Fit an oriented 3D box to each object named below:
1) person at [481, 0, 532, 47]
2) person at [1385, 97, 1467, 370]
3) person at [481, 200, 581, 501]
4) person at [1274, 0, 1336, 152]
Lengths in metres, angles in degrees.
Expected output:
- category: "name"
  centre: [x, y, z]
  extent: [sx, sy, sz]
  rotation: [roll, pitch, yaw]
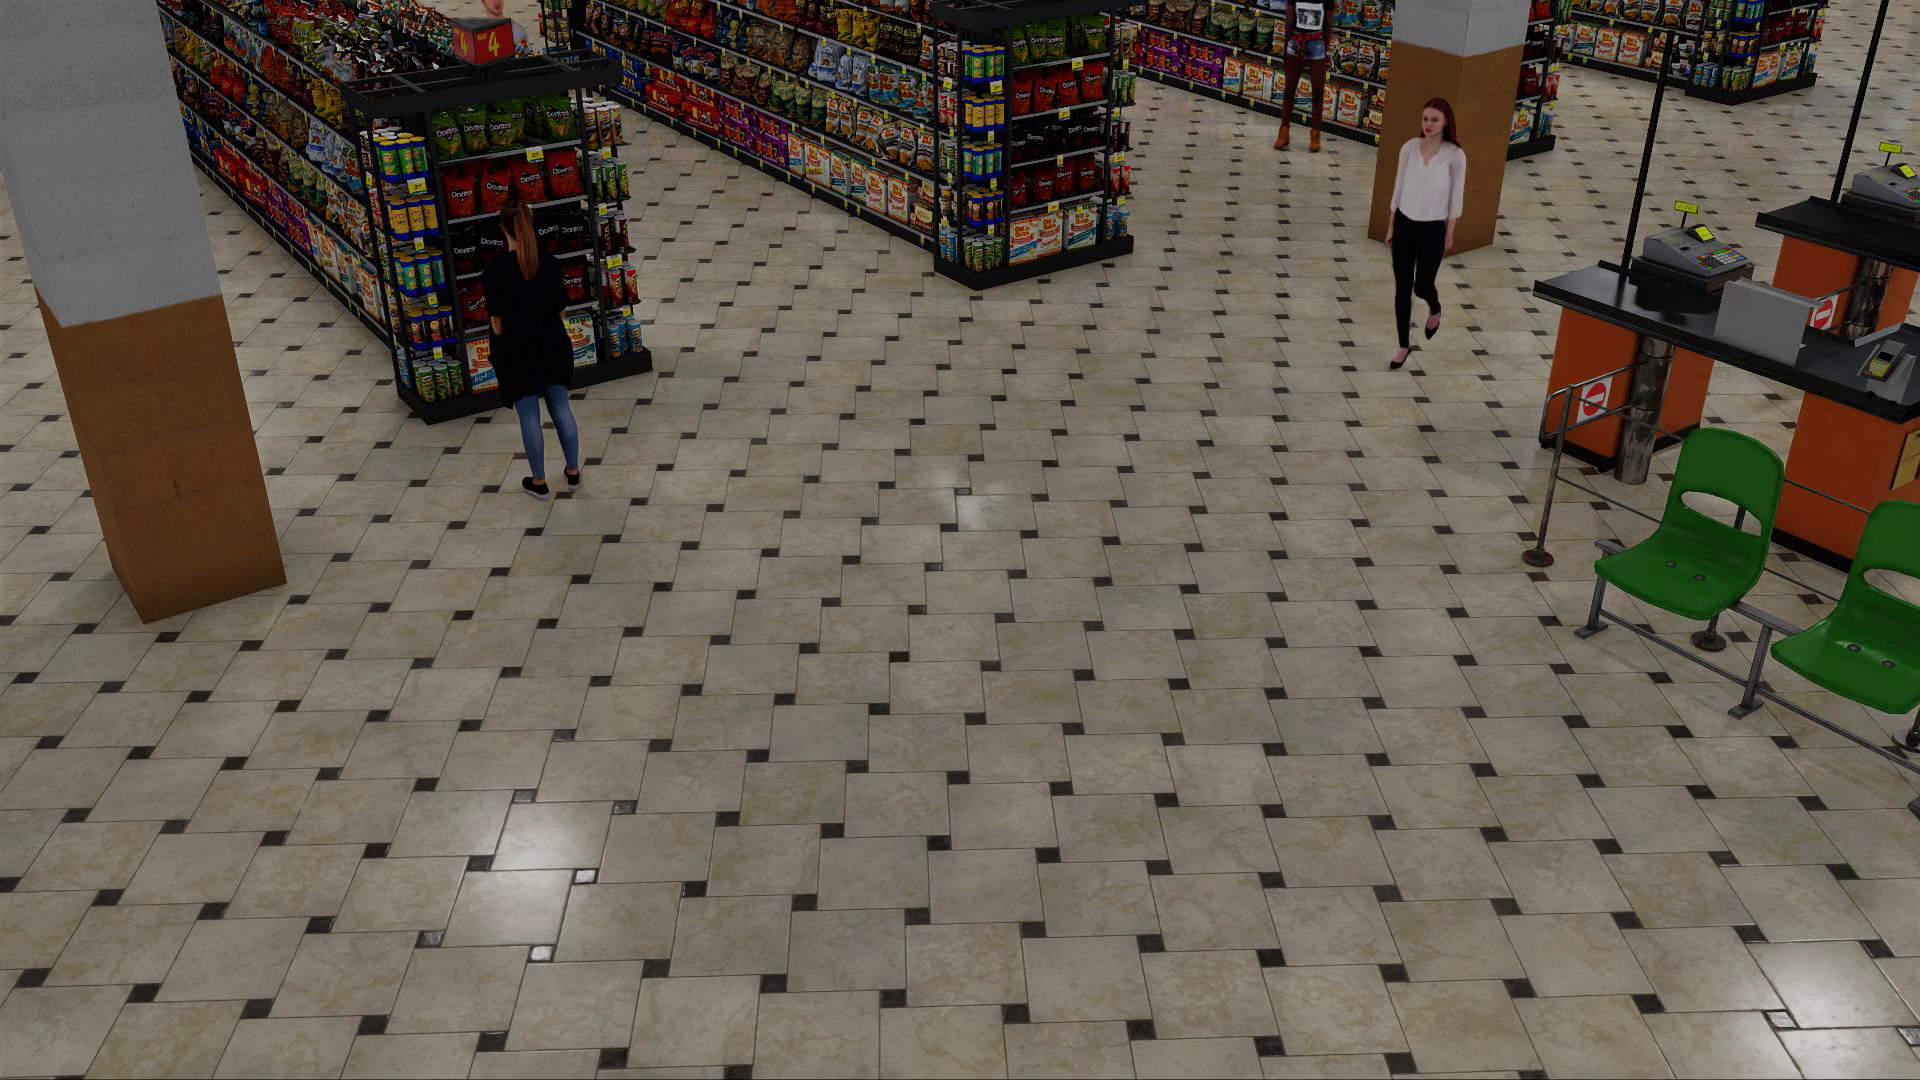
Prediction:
- category: "person"
  centre: [-3.741, -3.603, 13.612]
  extent: [0.679, 1.844, 1.129]
  rotation: [-18, 34, -30]
- category: "person"
  centre: [2.999, -1.979, 10.738]
  extent: [0.815, 1.747, 0.800]
  rotation: [20, 34, 32]
- category: "person"
  centre: [-2.328, -1.031, 9.069]
  extent: [0.630, 1.683, 0.555]
  rotation: [-17, 33, -28]
- category: "person"
  centre: [3.195, -4.461, 15.312]
  extent: [0.690, 1.721, 0.771]
  rotation: [11, 31, 20]
